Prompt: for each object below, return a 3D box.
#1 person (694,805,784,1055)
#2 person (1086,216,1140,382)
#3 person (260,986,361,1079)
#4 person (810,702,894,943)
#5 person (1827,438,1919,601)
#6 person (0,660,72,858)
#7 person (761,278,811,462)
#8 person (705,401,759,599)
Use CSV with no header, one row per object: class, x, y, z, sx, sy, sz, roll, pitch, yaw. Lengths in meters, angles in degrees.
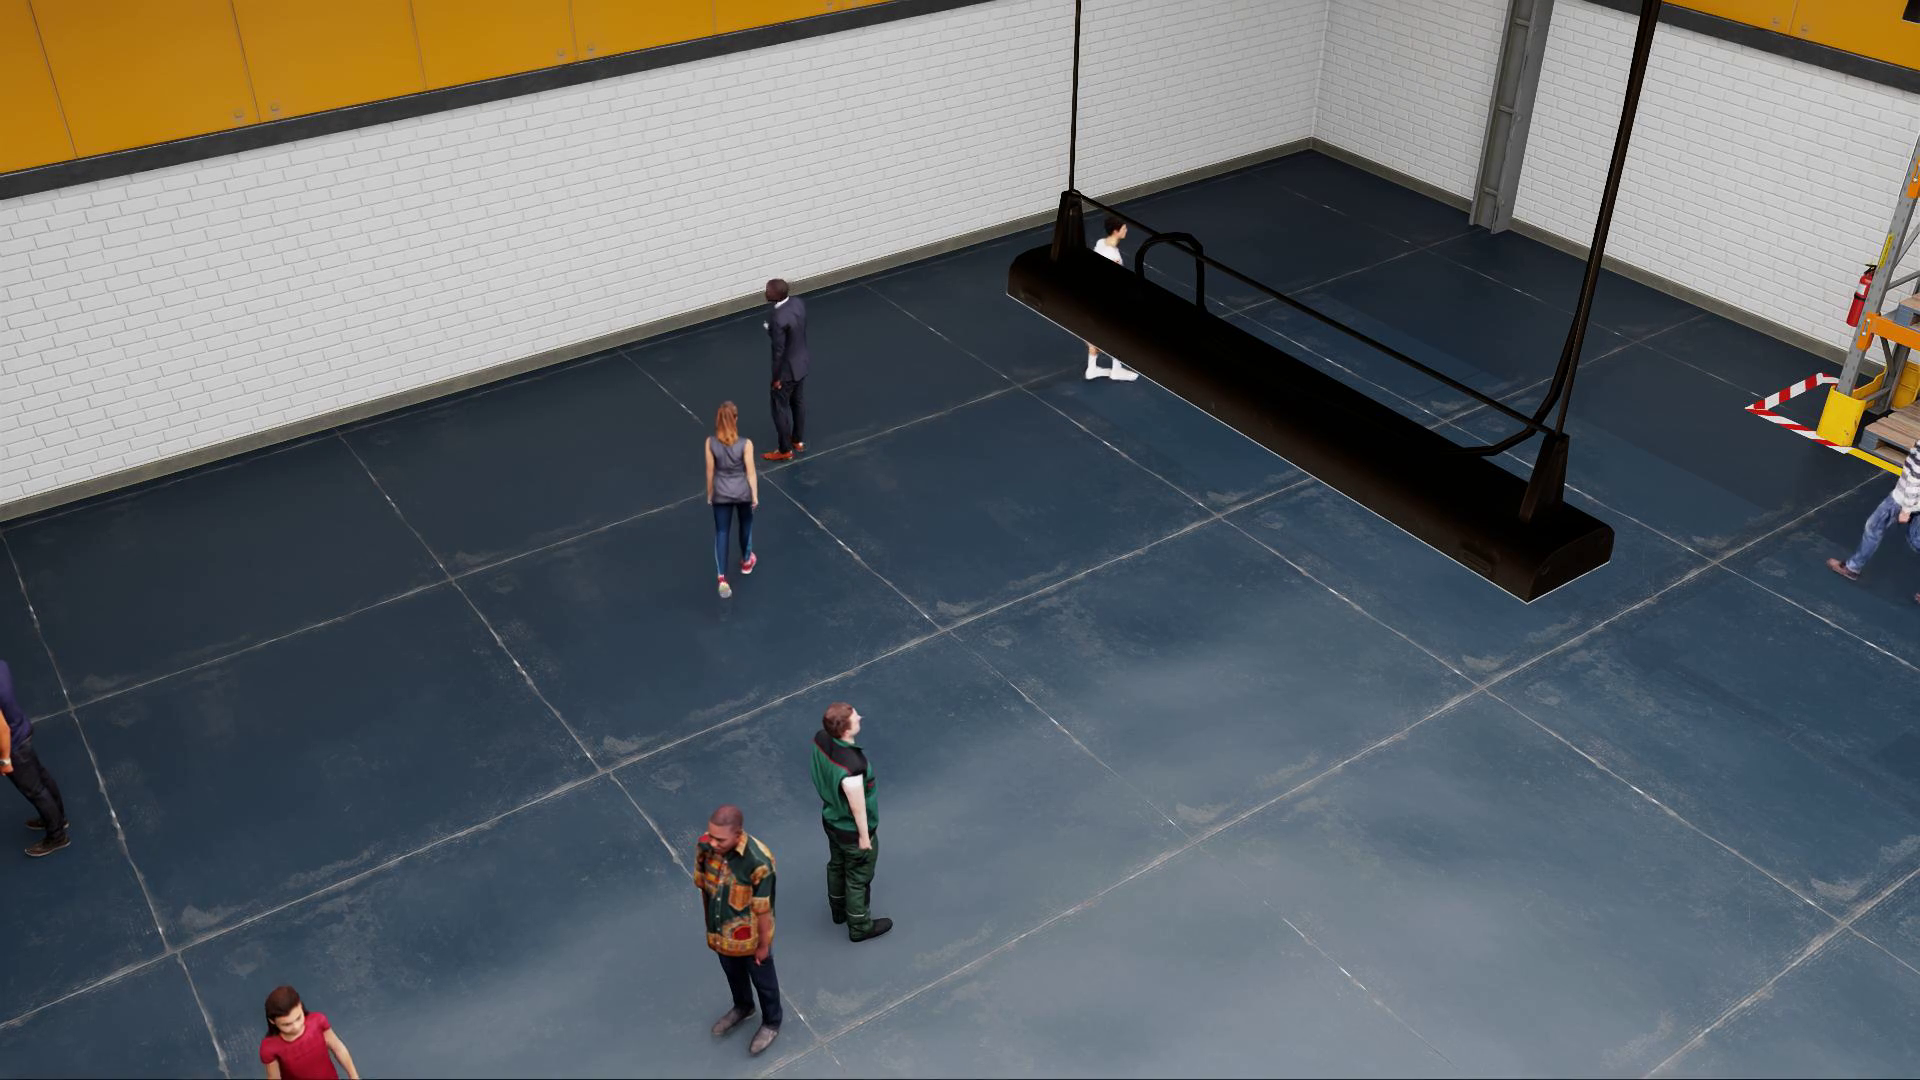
person,-1.263,2.217,9.628,0.750,1.804,0.856,18,37,24
person,1.387,-2.388,16.584,0.877,1.772,0.821,-6,34,-9
person,-3.501,2.874,8.894,0.968,1.522,0.691,25,41,32
person,-0.688,1.728,10.328,0.691,1.843,0.507,-22,39,-29
person,7.786,-0.290,13.393,0.667,1.810,1.172,-20,39,-28
person,-6.265,1.319,10.992,0.745,1.790,0.551,-12,35,-17
person,-1.572,-1.584,15.335,0.848,1.817,0.836,17,37,24
person,-1.865,-0.314,13.528,0.985,1.701,1.121,1,34,2
